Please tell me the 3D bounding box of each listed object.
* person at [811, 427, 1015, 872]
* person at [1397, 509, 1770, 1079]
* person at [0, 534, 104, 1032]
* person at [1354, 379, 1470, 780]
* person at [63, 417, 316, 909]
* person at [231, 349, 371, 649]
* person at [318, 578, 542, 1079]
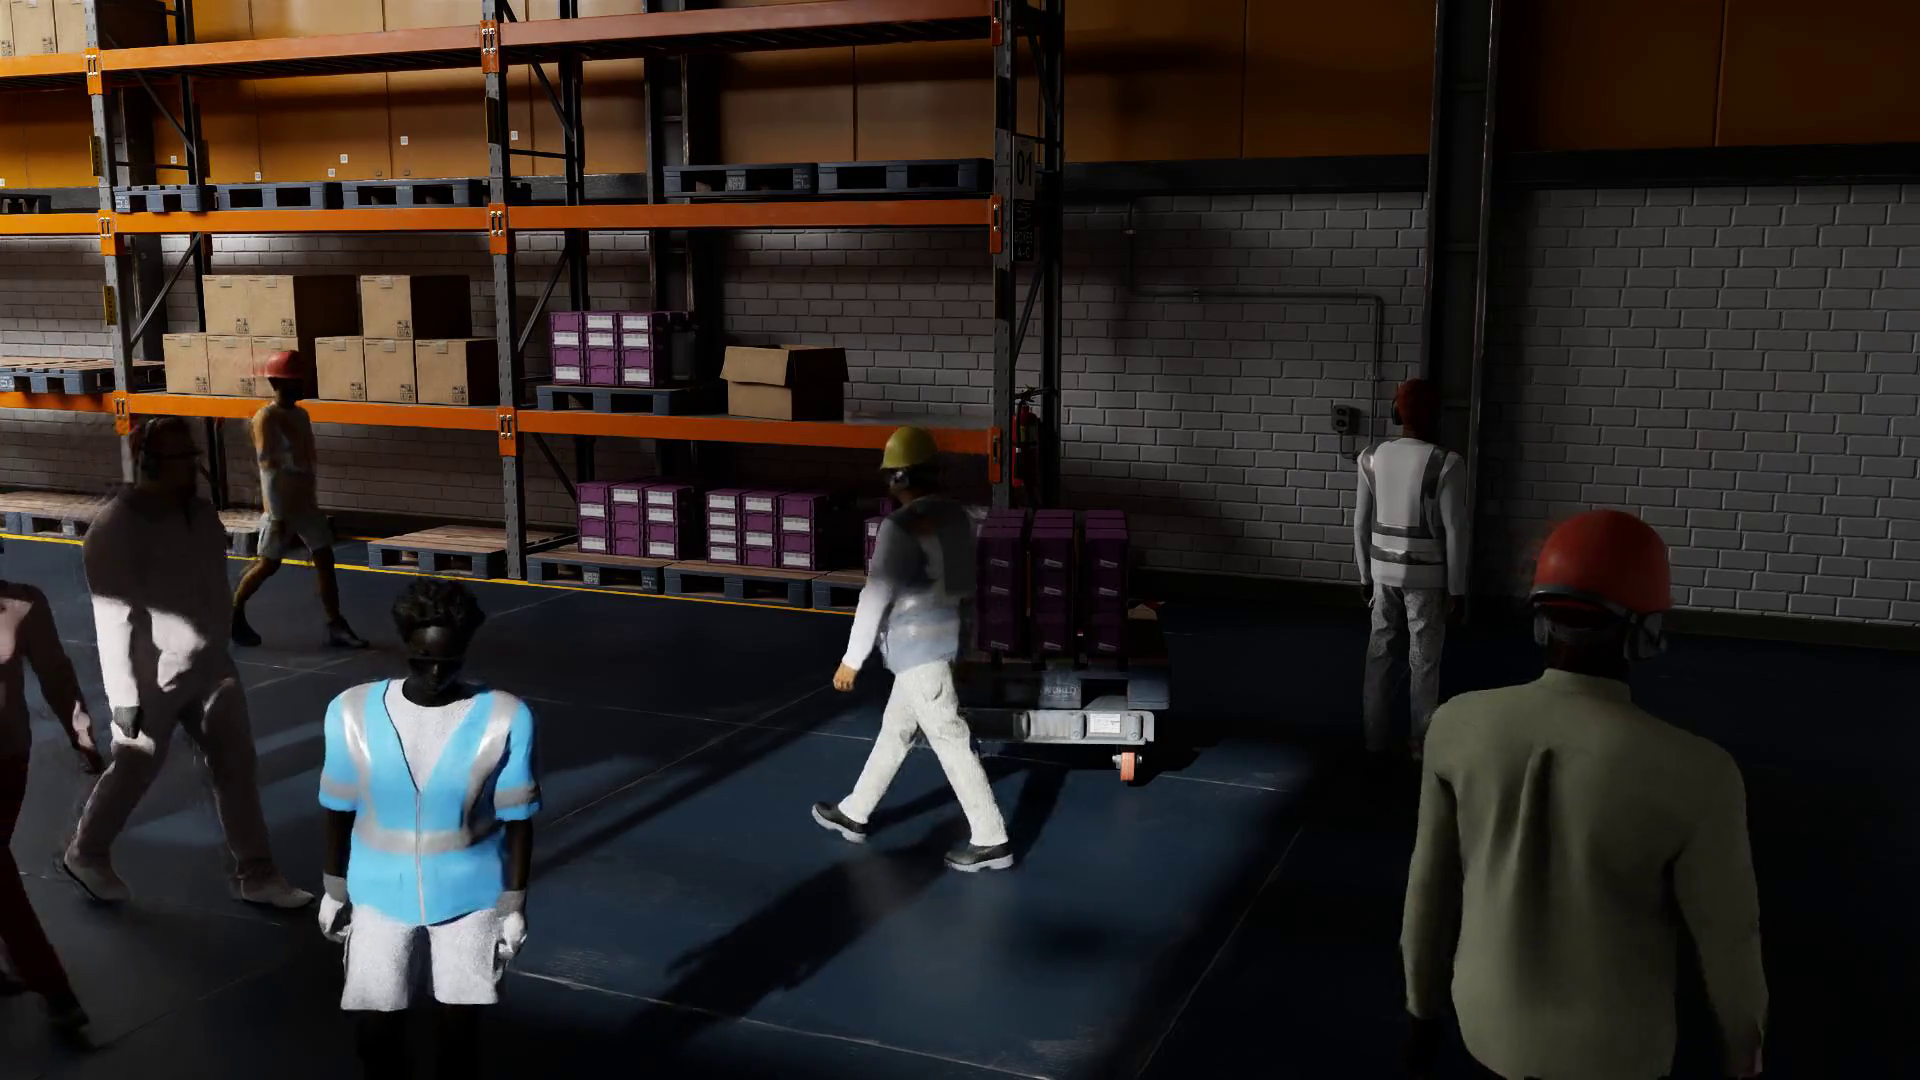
[{"bbox_3d":[-0.184,0.432,6.720,0.985,1.761,0.610,4,10,24],"label":"person"},{"bbox_3d":[1.257,0.913,3.231,0.914,1.959,0.635,-8,12,-39],"label":"person"},{"bbox_3d":[-3.032,0.695,5.250,0.832,1.706,0.616,4,10,25],"label":"person"},{"bbox_3d":[2.128,0.184,7.838,0.355,1.884,0.575,-9,13,-44],"label":"person"},{"bbox_3d":[-2.961,0.468,6.192,0.976,1.865,0.651,3,10,16],"label":"person"},{"bbox_3d":[-4.241,-0.244,10.393,0.981,1.905,0.552,2,10,12],"label":"person"},{"bbox_3d":[-1.320,0.907,4.141,0.563,1.666,0.386,-1,10,-8],"label":"person"}]
